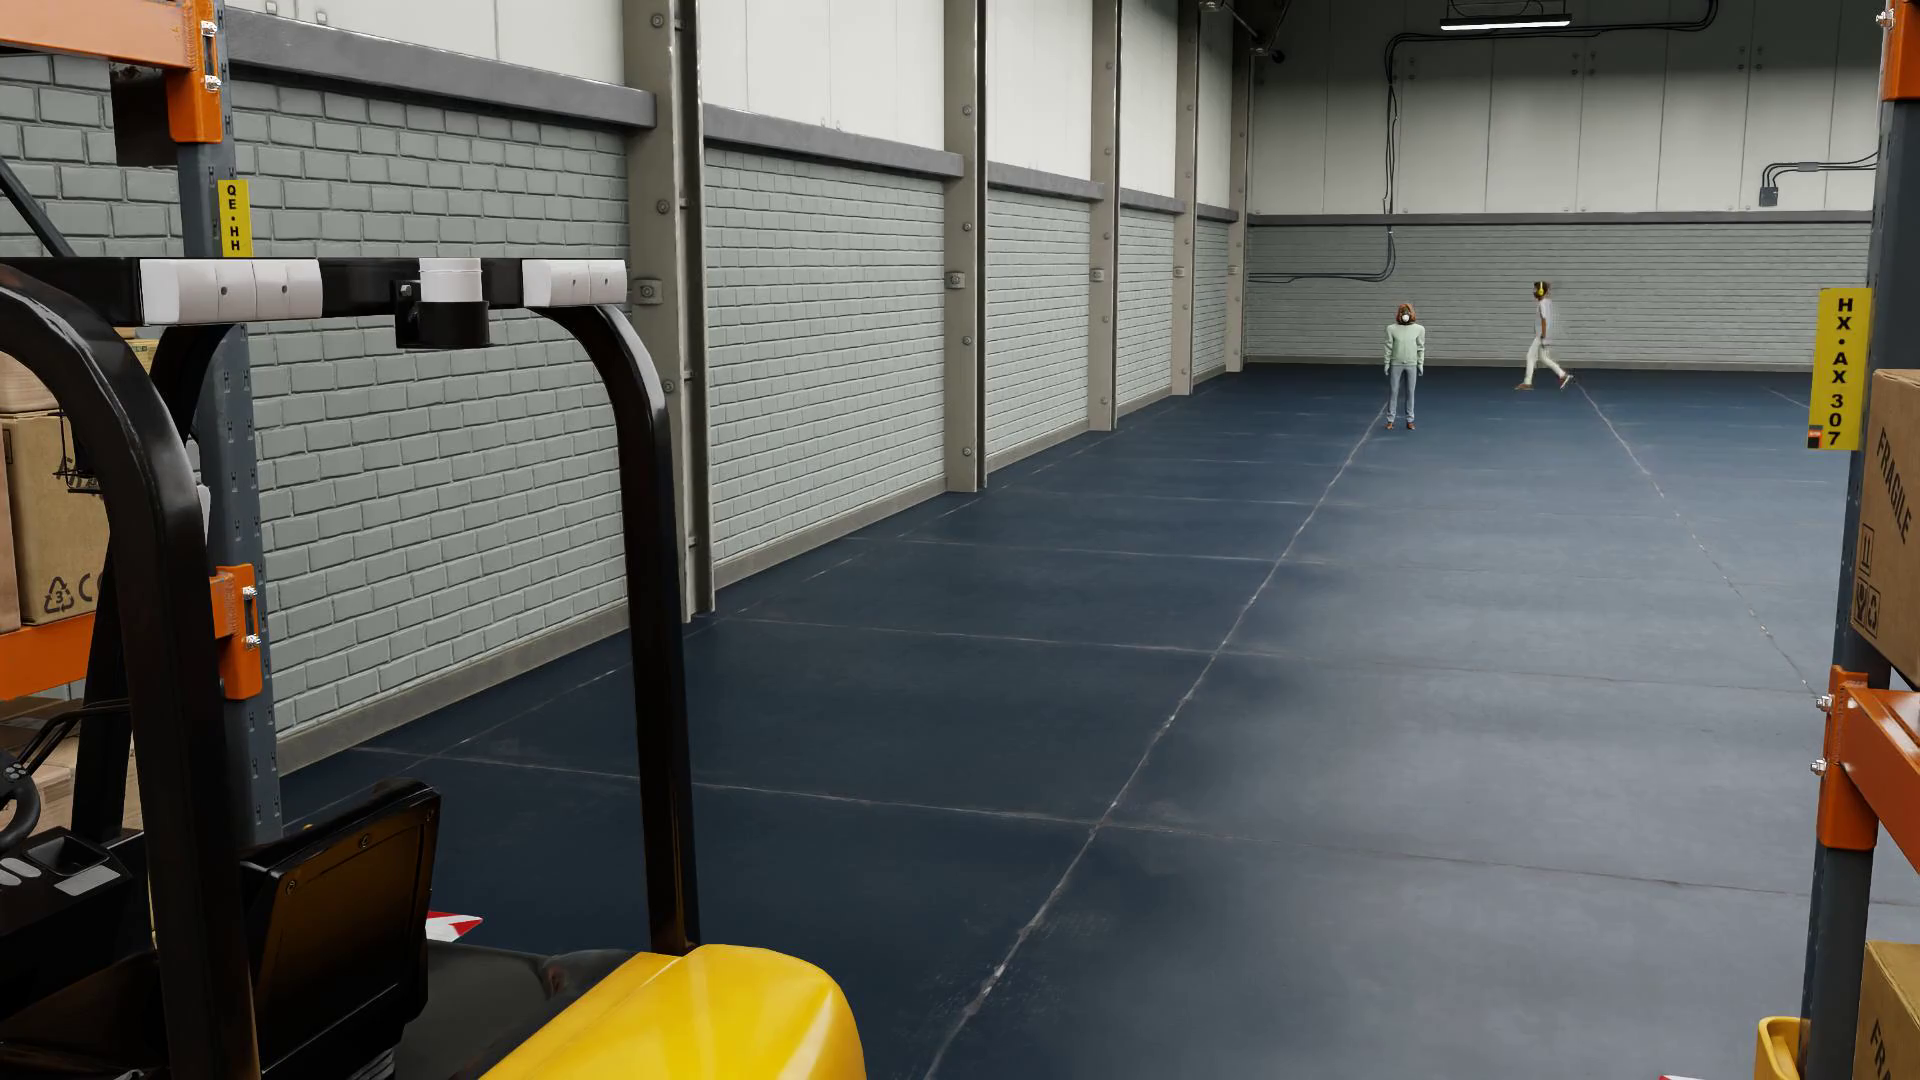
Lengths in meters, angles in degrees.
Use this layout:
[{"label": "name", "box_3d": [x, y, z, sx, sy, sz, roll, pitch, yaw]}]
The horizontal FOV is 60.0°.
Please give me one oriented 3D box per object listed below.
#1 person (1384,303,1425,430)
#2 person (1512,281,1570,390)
[{"label": "person", "box_3d": [5.729, -2.237, 21.473, 0.507, 1.632, 0.275, 2, 10, 10]}, {"label": "person", "box_3d": [9.854, -3.444, 28.048, 0.844, 1.839, 0.528, 4, 10, 22]}]
